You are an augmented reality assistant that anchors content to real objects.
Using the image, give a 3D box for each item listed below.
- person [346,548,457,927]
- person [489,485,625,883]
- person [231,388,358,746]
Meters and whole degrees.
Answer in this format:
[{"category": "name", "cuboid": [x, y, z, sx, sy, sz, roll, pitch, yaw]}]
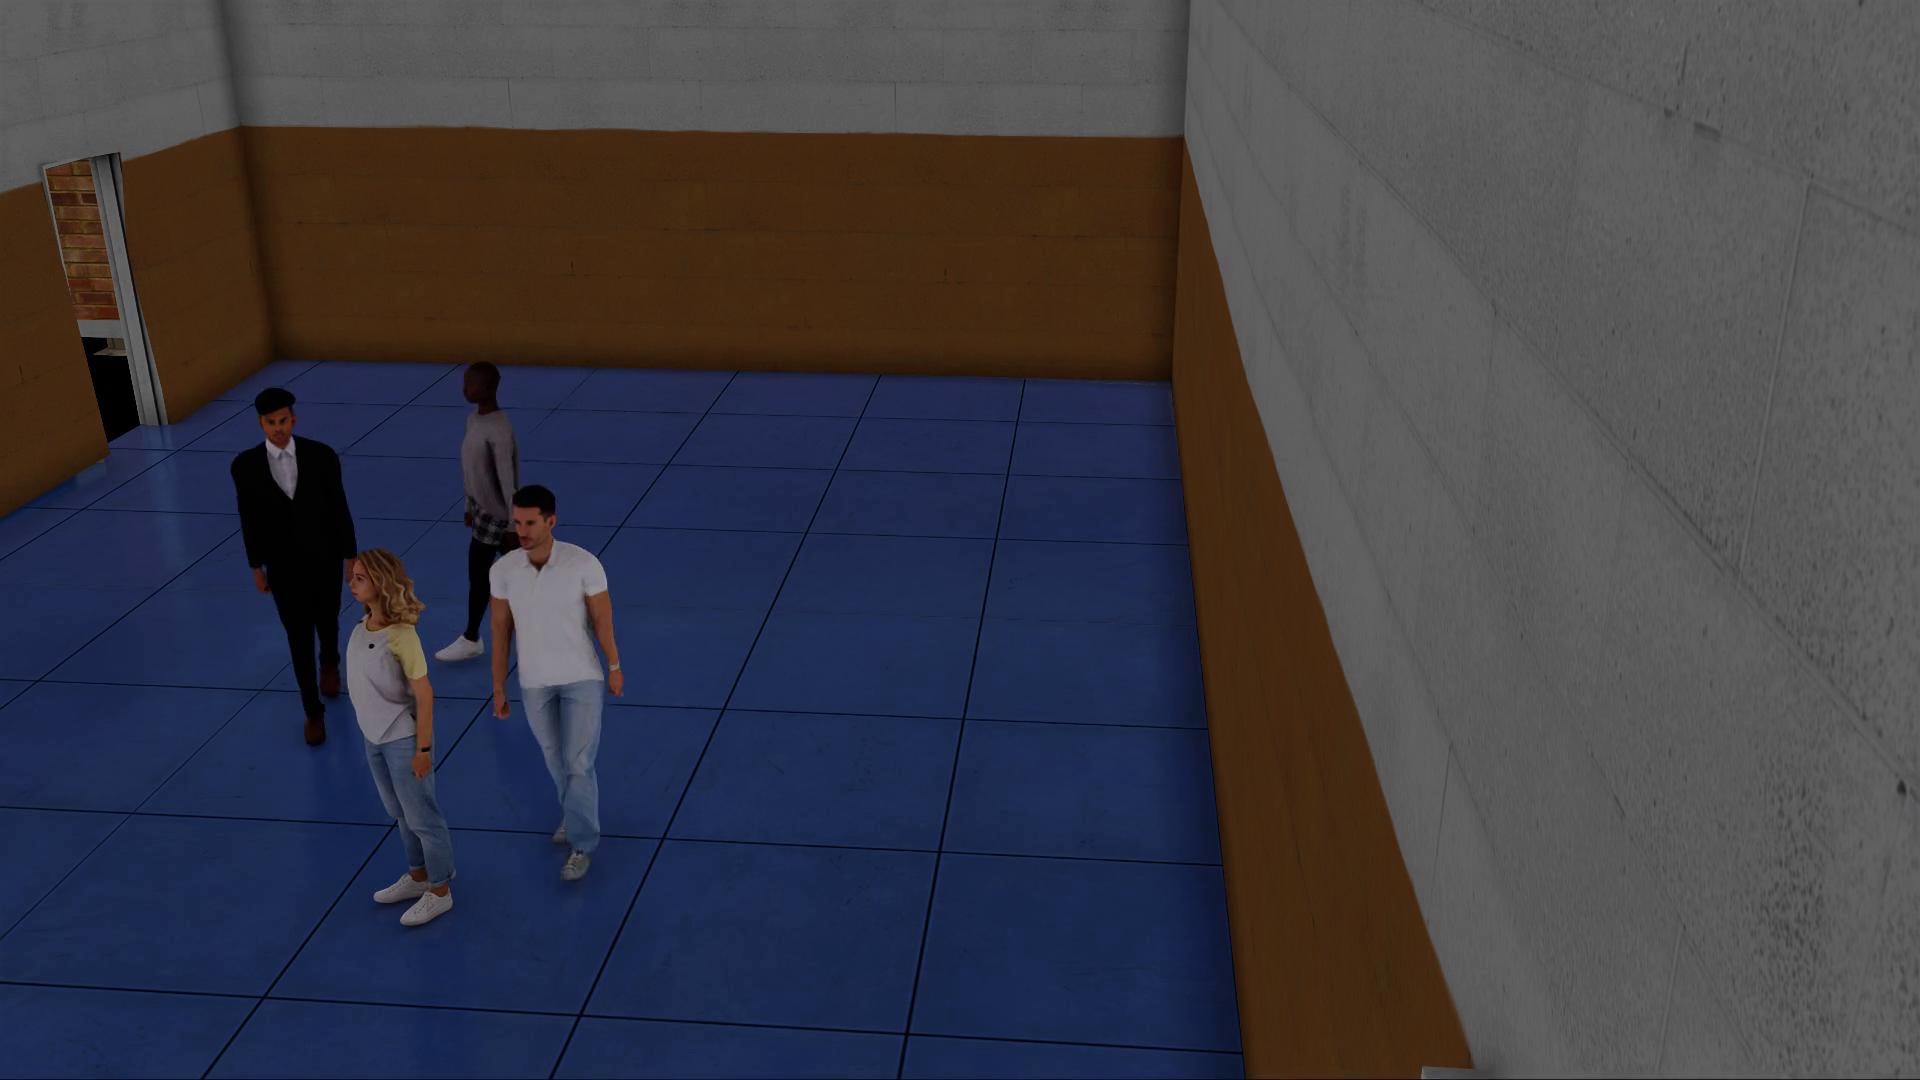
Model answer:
[{"category": "person", "cuboid": [-2.396, 0.837, 7.125, 0.771, 1.723, 0.693, -20, 29, -41]}, {"category": "person", "cuboid": [-1.802, 0.583, 7.632, 0.847, 1.833, 0.797, 4, 22, 11]}, {"category": "person", "cuboid": [-3.496, 0.063, 8.896, 1.134, 1.854, 1.066, -8, 23, -19]}]
